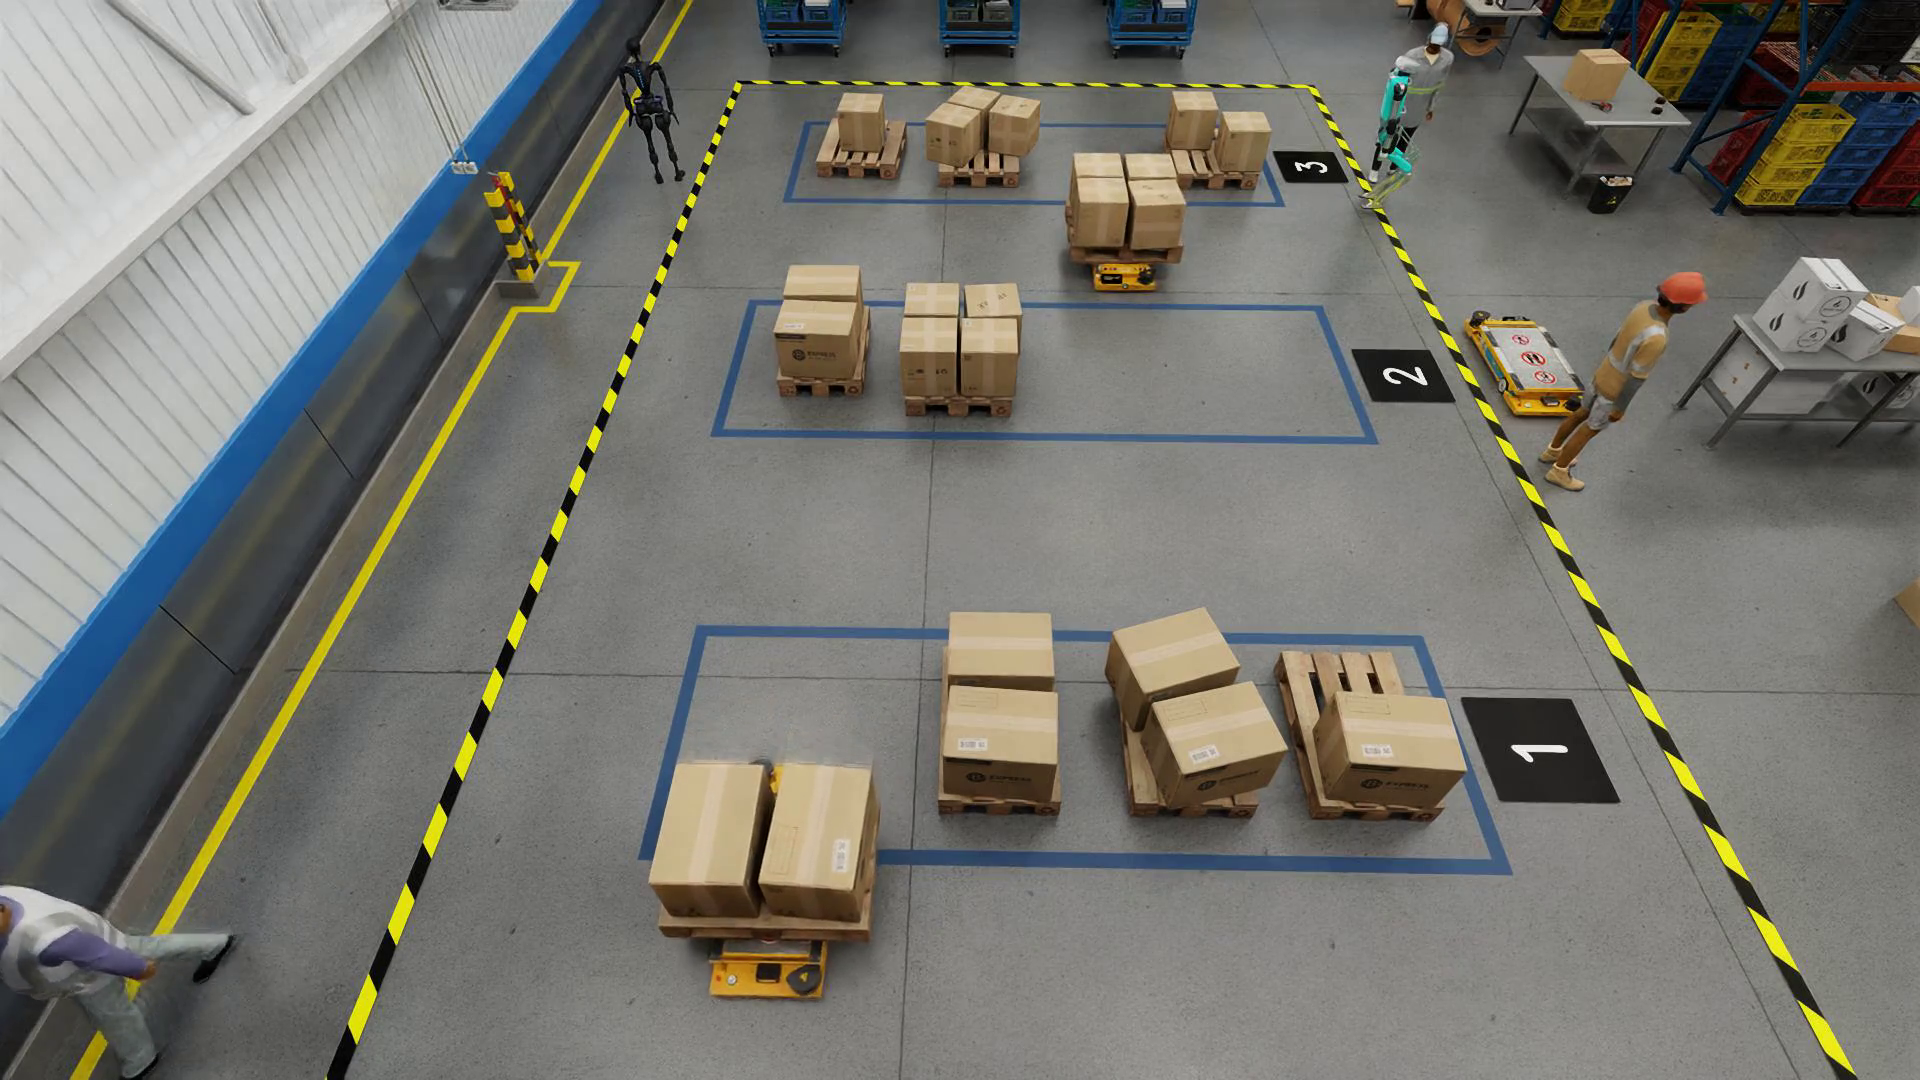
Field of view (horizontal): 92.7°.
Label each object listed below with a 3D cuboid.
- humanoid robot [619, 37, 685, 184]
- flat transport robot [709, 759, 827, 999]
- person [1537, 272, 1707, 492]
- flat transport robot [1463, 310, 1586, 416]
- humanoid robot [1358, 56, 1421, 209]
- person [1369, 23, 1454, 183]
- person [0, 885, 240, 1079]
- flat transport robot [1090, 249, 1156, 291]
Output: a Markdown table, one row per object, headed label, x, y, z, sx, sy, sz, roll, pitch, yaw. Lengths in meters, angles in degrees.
| label | x | y | z | sx | sy | sz | roll | pitch | yaw |
| --- | --- | --- | --- | --- | --- | --- | --- | --- | --- |
| humanoid robot | -3.737 | -5.169 | 11.066 | 0.599 | 1.657 | 0.315 | -7 | 50 | -6 |
| flat transport robot | -1.115 | 2.065 | 5.727 | 0.652 | 0.197 | 1.431 | 1 | 49 | 1 |
| person | 5.358 | -1.270 | 7.458 | 0.360 | 2.047 | 0.612 | 12 | 50 | 10 |
| flat transport robot | 5.573 | -1.757 | 9.054 | 0.659 | 0.231 | 1.431 | 1 | 49 | 1 |
| humanoid robot | 5.049 | -4.604 | 10.458 | 0.735 | 1.677 | 0.533 | 9 | 50 | 8 |
| person | 5.425 | -5.205 | 10.993 | 0.587 | 1.849 | 0.396 | 1 | 49 | 1 |
| person | -4.517 | 2.175 | 4.650 | 0.598 | 1.807 | 0.779 | 23 | 53 | 19 |
| flat transport robot | 1.807 | -3.317 | 10.386 | 0.652 | 0.197 | 1.431 | 1 | 49 | 1 |
